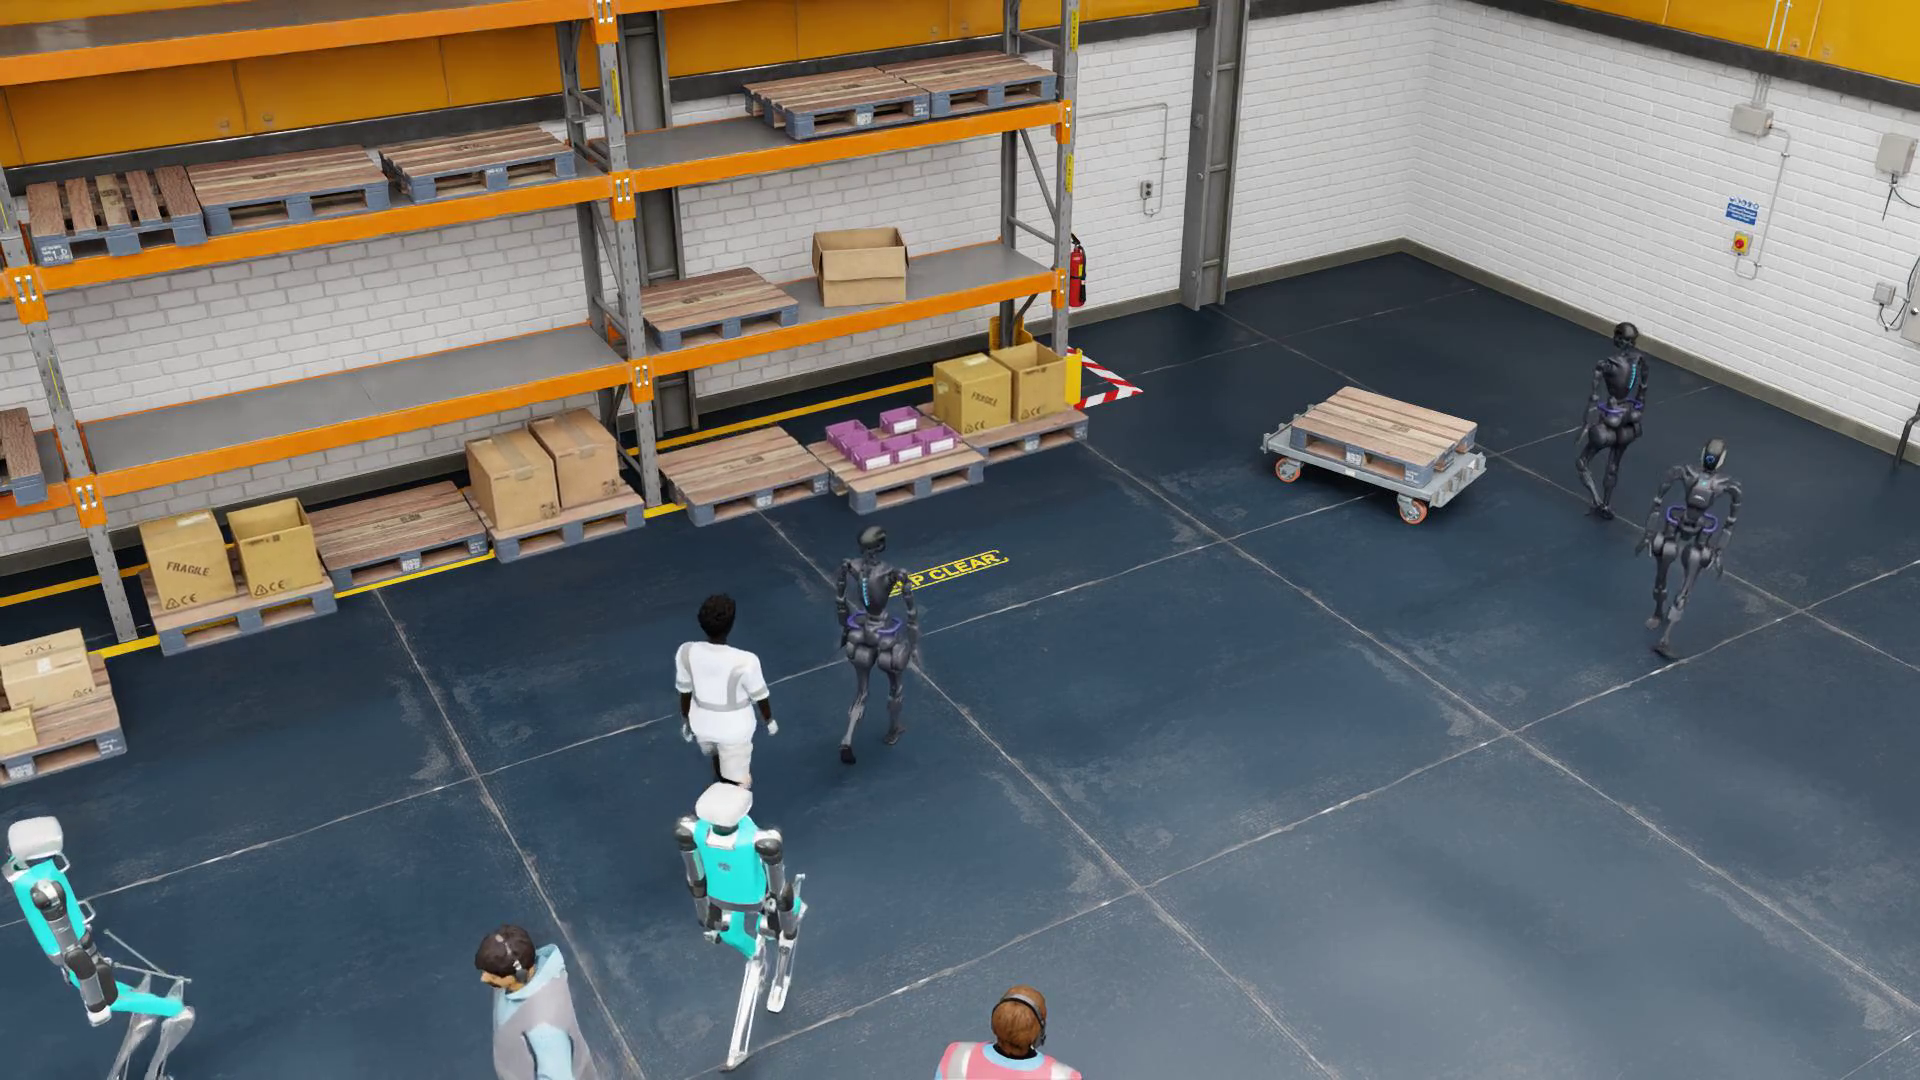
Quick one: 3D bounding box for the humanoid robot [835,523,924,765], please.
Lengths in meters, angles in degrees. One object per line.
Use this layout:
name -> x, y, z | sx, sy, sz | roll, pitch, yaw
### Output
humanoid robot -> -0.544, 0.653, 10.403 | 0.600, 1.631, 0.646 | 12, 32, 20

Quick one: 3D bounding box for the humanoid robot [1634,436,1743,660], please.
humanoid robot -> 5.031, 0.010, 11.566 | 0.591, 1.643, 0.690 | 14, 32, 23

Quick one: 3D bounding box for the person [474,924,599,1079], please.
person -> -1.807, 2.368, 7.161 | 0.488, 1.861, 0.587 | -15, 33, -25

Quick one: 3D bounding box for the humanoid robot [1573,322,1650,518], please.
humanoid robot -> 5.196, -0.927, 13.176 | 0.610, 1.646, 0.374 | -11, 31, -18

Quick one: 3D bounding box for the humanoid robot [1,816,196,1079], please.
humanoid robot -> -4.000, 2.004, 7.938 | 0.663, 1.812, 0.533 | -23, 37, -35

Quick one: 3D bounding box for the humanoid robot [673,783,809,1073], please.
humanoid robot -> -1.016, 1.801, 8.289 | 0.533, 1.726, 0.991 | 7, 30, 12

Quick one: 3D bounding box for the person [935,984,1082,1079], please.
person -> 0.215, 2.564, 6.852 | 0.629, 1.837, 0.432 | 8, 30, 13

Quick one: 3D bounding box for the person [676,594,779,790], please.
person -> -1.319, 1.033, 9.725 | 0.544, 1.659, 0.815 | 12, 32, 21
